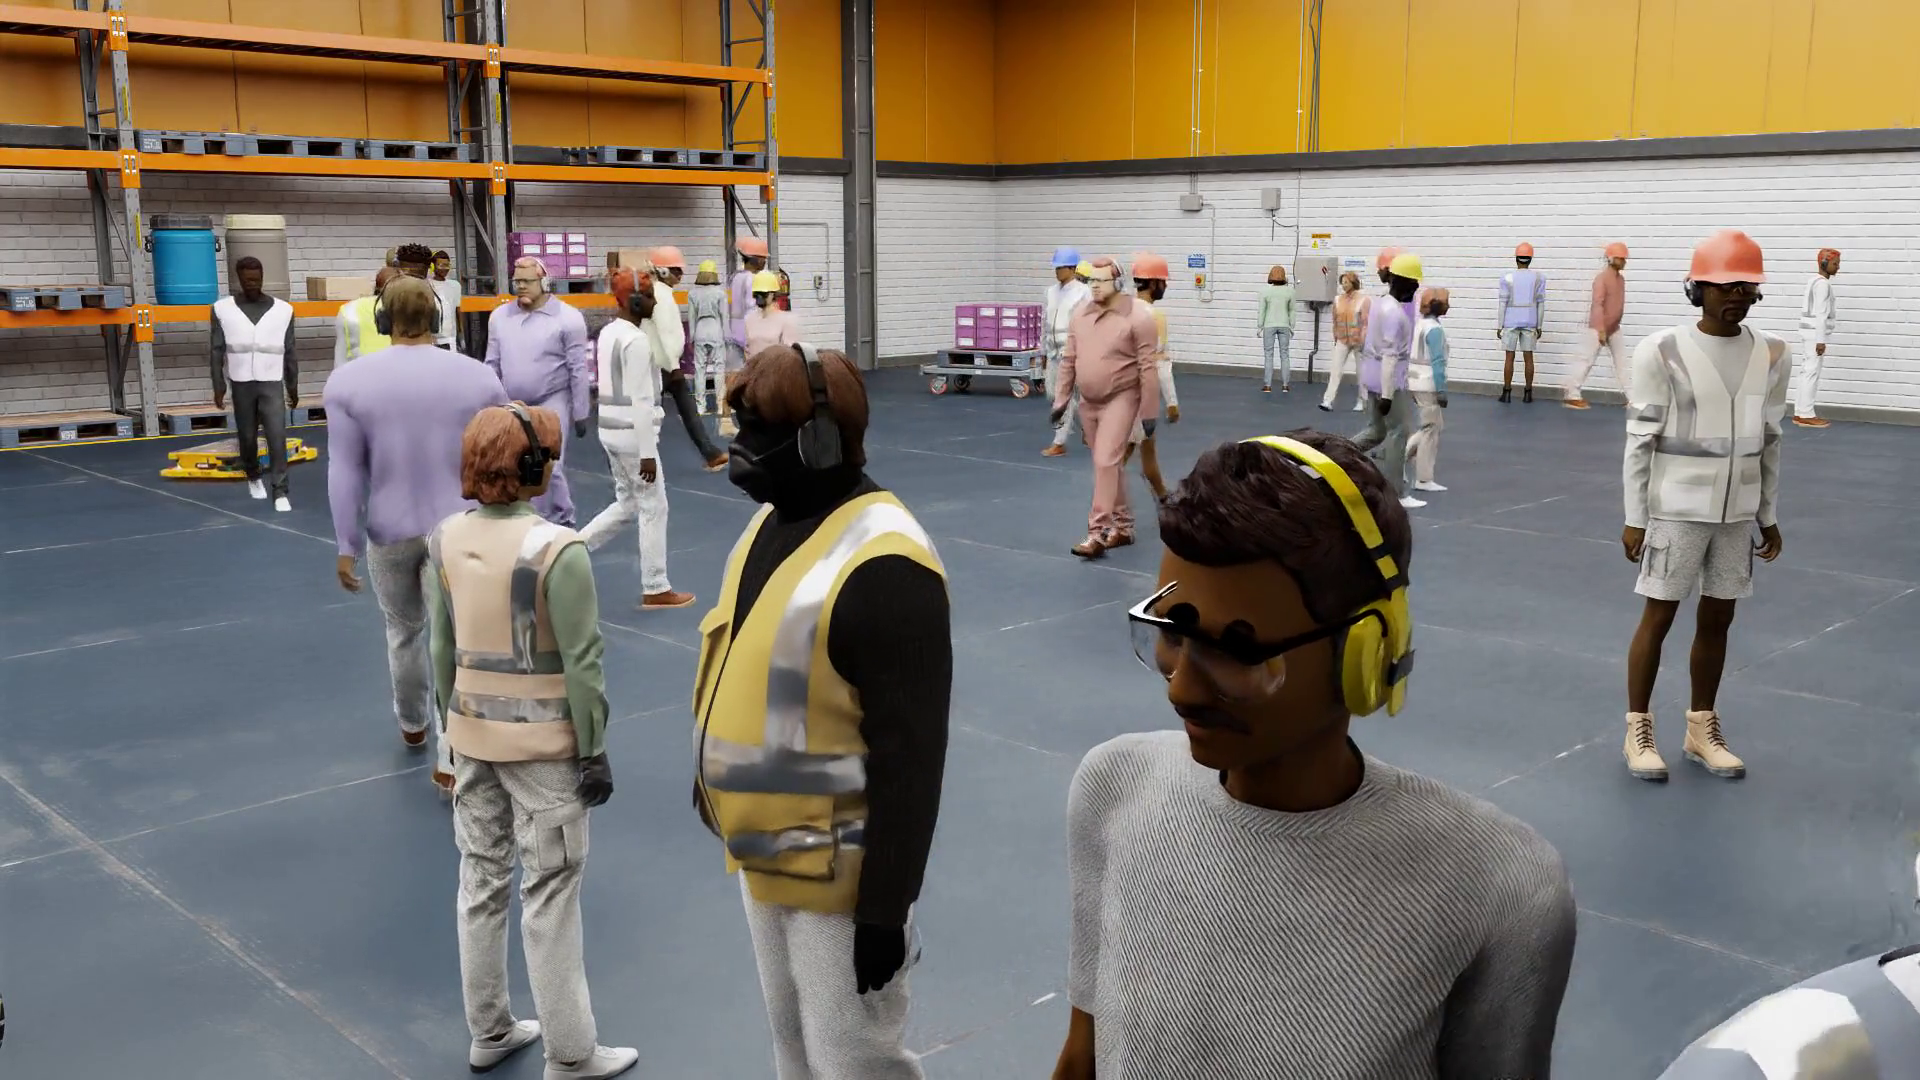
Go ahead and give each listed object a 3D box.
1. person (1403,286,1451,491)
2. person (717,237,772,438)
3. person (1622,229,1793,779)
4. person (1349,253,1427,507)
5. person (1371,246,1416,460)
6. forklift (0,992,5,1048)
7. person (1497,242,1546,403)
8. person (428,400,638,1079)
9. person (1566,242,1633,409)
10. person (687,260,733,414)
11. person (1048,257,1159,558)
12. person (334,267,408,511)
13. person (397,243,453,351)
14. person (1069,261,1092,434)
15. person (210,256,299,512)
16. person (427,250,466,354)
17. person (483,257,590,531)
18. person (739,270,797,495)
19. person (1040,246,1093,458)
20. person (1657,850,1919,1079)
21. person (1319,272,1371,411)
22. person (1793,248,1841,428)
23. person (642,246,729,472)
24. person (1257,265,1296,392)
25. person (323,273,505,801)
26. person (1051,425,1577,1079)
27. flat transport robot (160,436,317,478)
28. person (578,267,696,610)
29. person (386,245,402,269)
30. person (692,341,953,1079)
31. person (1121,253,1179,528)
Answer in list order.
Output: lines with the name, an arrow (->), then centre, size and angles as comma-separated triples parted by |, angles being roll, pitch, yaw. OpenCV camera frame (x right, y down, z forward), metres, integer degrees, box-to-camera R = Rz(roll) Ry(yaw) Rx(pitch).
person -> 3.681, -1.184, 13.137 | 0.398, 1.625, 0.519 | 1, 10, 7
person -> -1.995, -2.019, 16.685 | 1.017, 1.995, 0.614 | -6, 12, -28
person -> 2.766, -0.113, 6.157 | 0.614, 2.041, 0.390 | -1, 10, -6
person -> 3.077, -1.171, 12.352 | 0.773, 1.891, 0.638 | 0, 10, 2
person -> 3.880, -1.666, 14.964 | 0.419, 1.917, 0.576 | 6, 12, 30
forklift -> -3.245, 0.323, 3.363 | 2.313, 2.155, 1.214 | 2, 11, 13
person -> 6.777, -2.621, 20.131 | 0.548, 1.934, 0.358 | 1, 10, 8
person -> -1.039, 0.493, 3.945 | 0.515, 1.642, 0.314 | 7, 12, 32
person -> 7.496, -2.442, 19.133 | 0.661, 1.932, 1.049 | -9, 13, -39
person -> -2.840, -2.297, 18.897 | 0.485, 1.739, 0.304 | 2, 11, 10
person -> 0.853, -0.830, 10.517 | 0.865, 1.873, 0.657 | -9, 14, -41
person -> -4.209, -1.075, 12.086 | 0.676, 1.801, 0.435 | -3, 11, -15
person -> -3.982, -1.209, 12.340 | 0.368, 1.966, 0.603 | -10, 14, -44
person -> 1.216, -1.922, 16.774 | 0.533, 1.767, 0.313 | 5, 12, 26
person -> -5.281, -1.181, 12.463 | 0.605, 1.881, 0.947 | -5, 11, -25
person -> -5.598, -2.189, 17.986 | 0.514, 1.861, 0.322 | -8, 13, -37
person -> -2.653, -0.807, 10.373 | 0.664, 1.892, 0.468 | 4, 11, 19
person -> -1.495, -1.203, 12.896 | 0.528, 1.750, 0.524 | 5, 11, 25
person -> 1.017, -1.735, 15.316 | 0.739, 1.928, 0.625 | -10, 14, -42
person -> 0.772, 0.907, 1.335 | 0.601, 1.775, 0.737 | -1, 10, -5
person -> 4.435, -2.246, 18.991 | 0.526, 1.596, 0.827 | 9, 13, 39
person -> 9.091, -2.141, 17.643 | 0.358, 1.884, 0.574 | 3, 11, 18
person -> -2.414, -1.493, 14.000 | 1.065, 1.931, 0.627 | 0, 10, -3
person -> 4.086, -2.726, 21.522 | 0.501, 1.632, 0.280 | 0, 10, -1
person -> -1.985, -0.039, 6.186 | 0.651, 1.884, 1.012 | -4, 11, -20
person -> 0.273, 0.820, 1.558 | 0.517, 1.865, 0.328 | 7, 12, 33
flat transport robot -> -6.186, -0.724, 14.319 | 0.652, 0.197, 1.431 | 1, 10, 5
person -> -1.824, -0.520, 8.875 | 0.714, 1.863, 0.584 | -5, 12, -27
person -> -4.638, -1.462, 13.801 | 0.377, 1.937, 0.629 | -6, 12, -32
person -> -0.261, 0.569, 2.997 | 0.429, 1.838, 0.633 | -5, 12, -27
person -> 1.323, -1.017, 11.496 | 0.959, 1.886, 0.568 | -4, 11, -20
